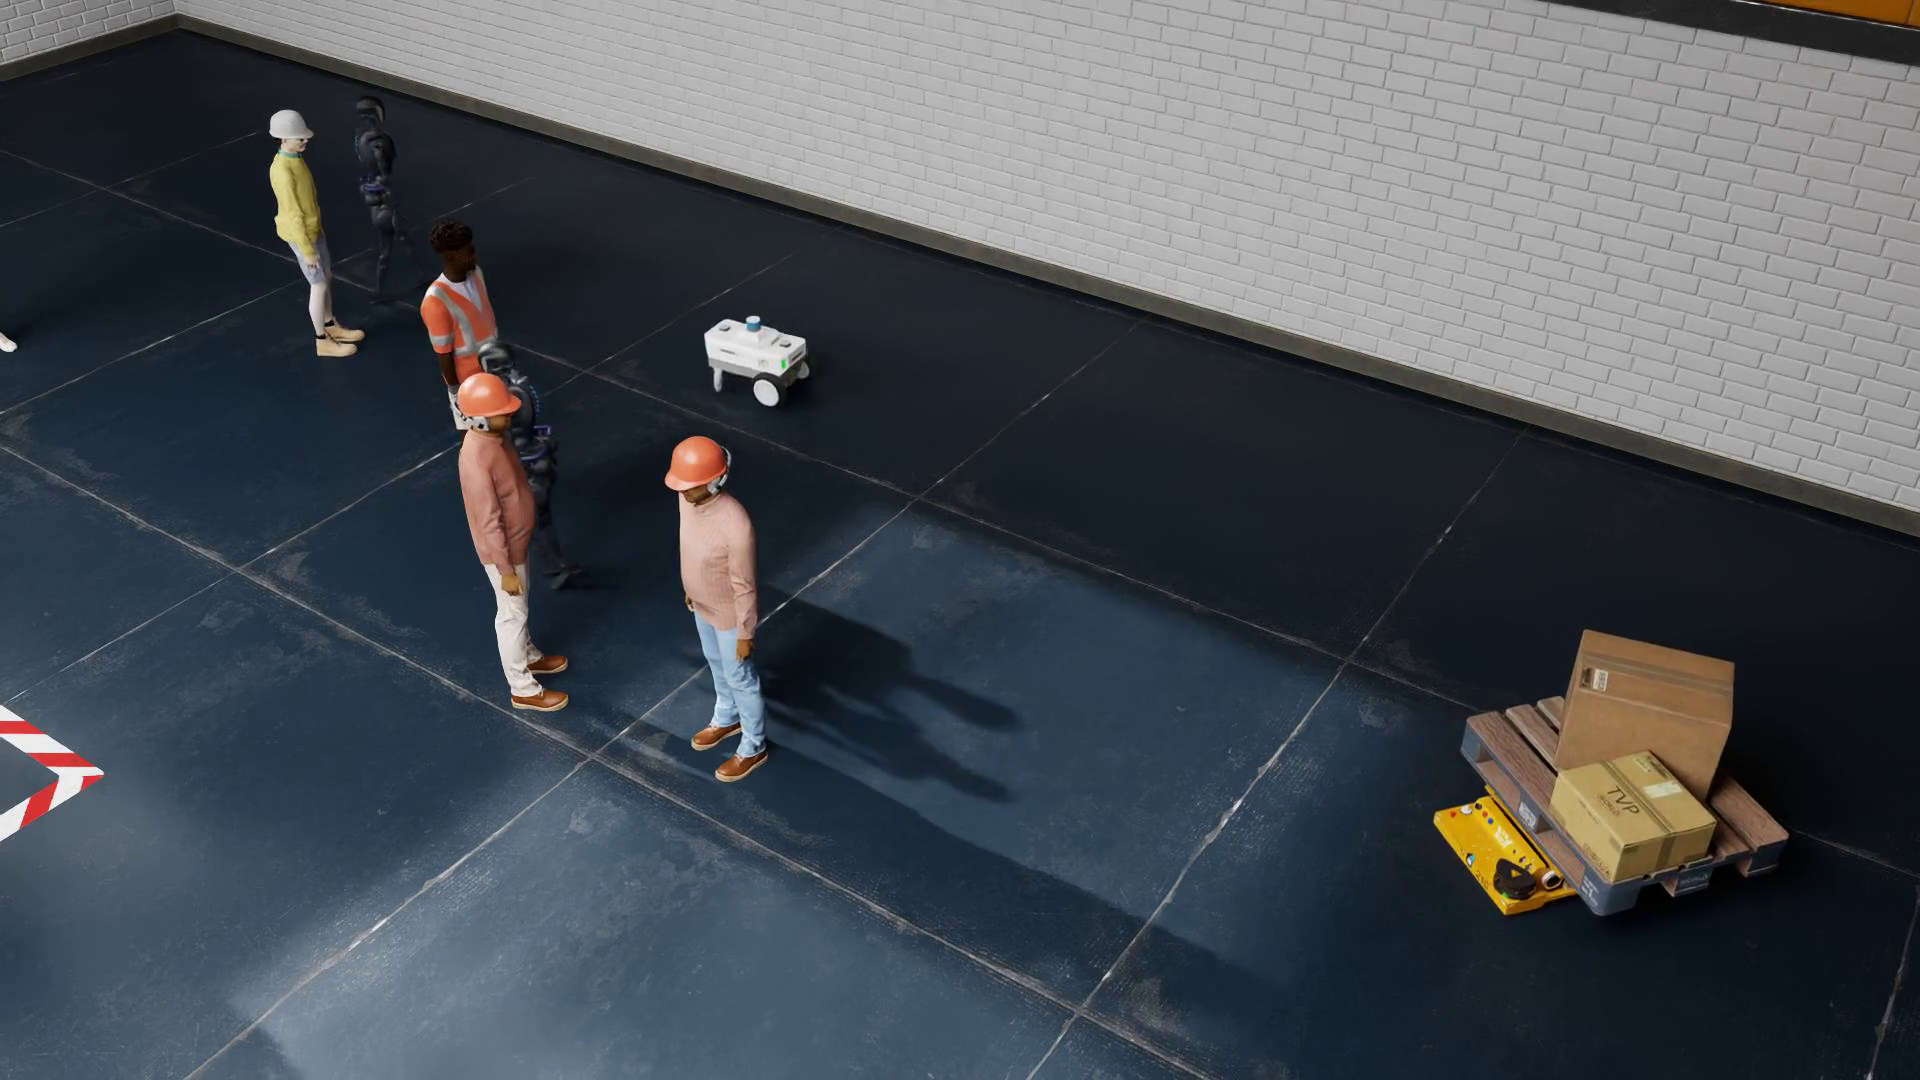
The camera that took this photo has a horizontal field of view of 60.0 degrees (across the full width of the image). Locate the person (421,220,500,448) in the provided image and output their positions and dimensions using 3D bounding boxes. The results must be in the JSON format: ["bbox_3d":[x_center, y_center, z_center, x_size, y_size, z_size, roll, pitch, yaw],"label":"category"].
[{"bbox_3d":[-3.009,-1.059,10.298,0.361,1.964,0.613,6,35,9],"label":"person"}]

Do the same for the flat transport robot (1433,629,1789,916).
[{"bbox_3d":[3.155,1.412,8.245,1.431,0.231,0.659,-10,36,-14],"label":"flat transport robot"}]

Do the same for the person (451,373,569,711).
[{"bbox_3d":[-2.372,0.009,8.745,0.376,1.997,0.607,-5,35,-8],"label":"person"}]

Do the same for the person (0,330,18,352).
[{"bbox_3d":[-7.283,-2.169,11.967,0.323,1.870,0.513,28,44,34],"label":"person"}]

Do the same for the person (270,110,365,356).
[{"bbox_3d":[-4.709,-2.199,12.008,0.412,1.878,0.493,-5,35,-8],"label":"person"}]

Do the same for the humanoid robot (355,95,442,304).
[{"bbox_3d":[-4.386,-2.627,12.806,0.697,1.633,0.600,-16,38,-21],"label":"humanoid robot"}]

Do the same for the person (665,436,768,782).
[{"bbox_3d":[-1.210,0.331,8.297,0.403,1.986,0.610,-23,41,-29],"label":"person"}]

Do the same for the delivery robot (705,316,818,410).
[{"bbox_3d":[-1.449,-1.306,11.874,0.742,0.587,0.525,17,38,22],"label":"delivery robot"}]

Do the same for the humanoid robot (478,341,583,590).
[{"bbox_3d":[-2.477,-0.431,9.650,0.376,1.635,0.599,-1,35,-1],"label":"humanoid robot"}]
